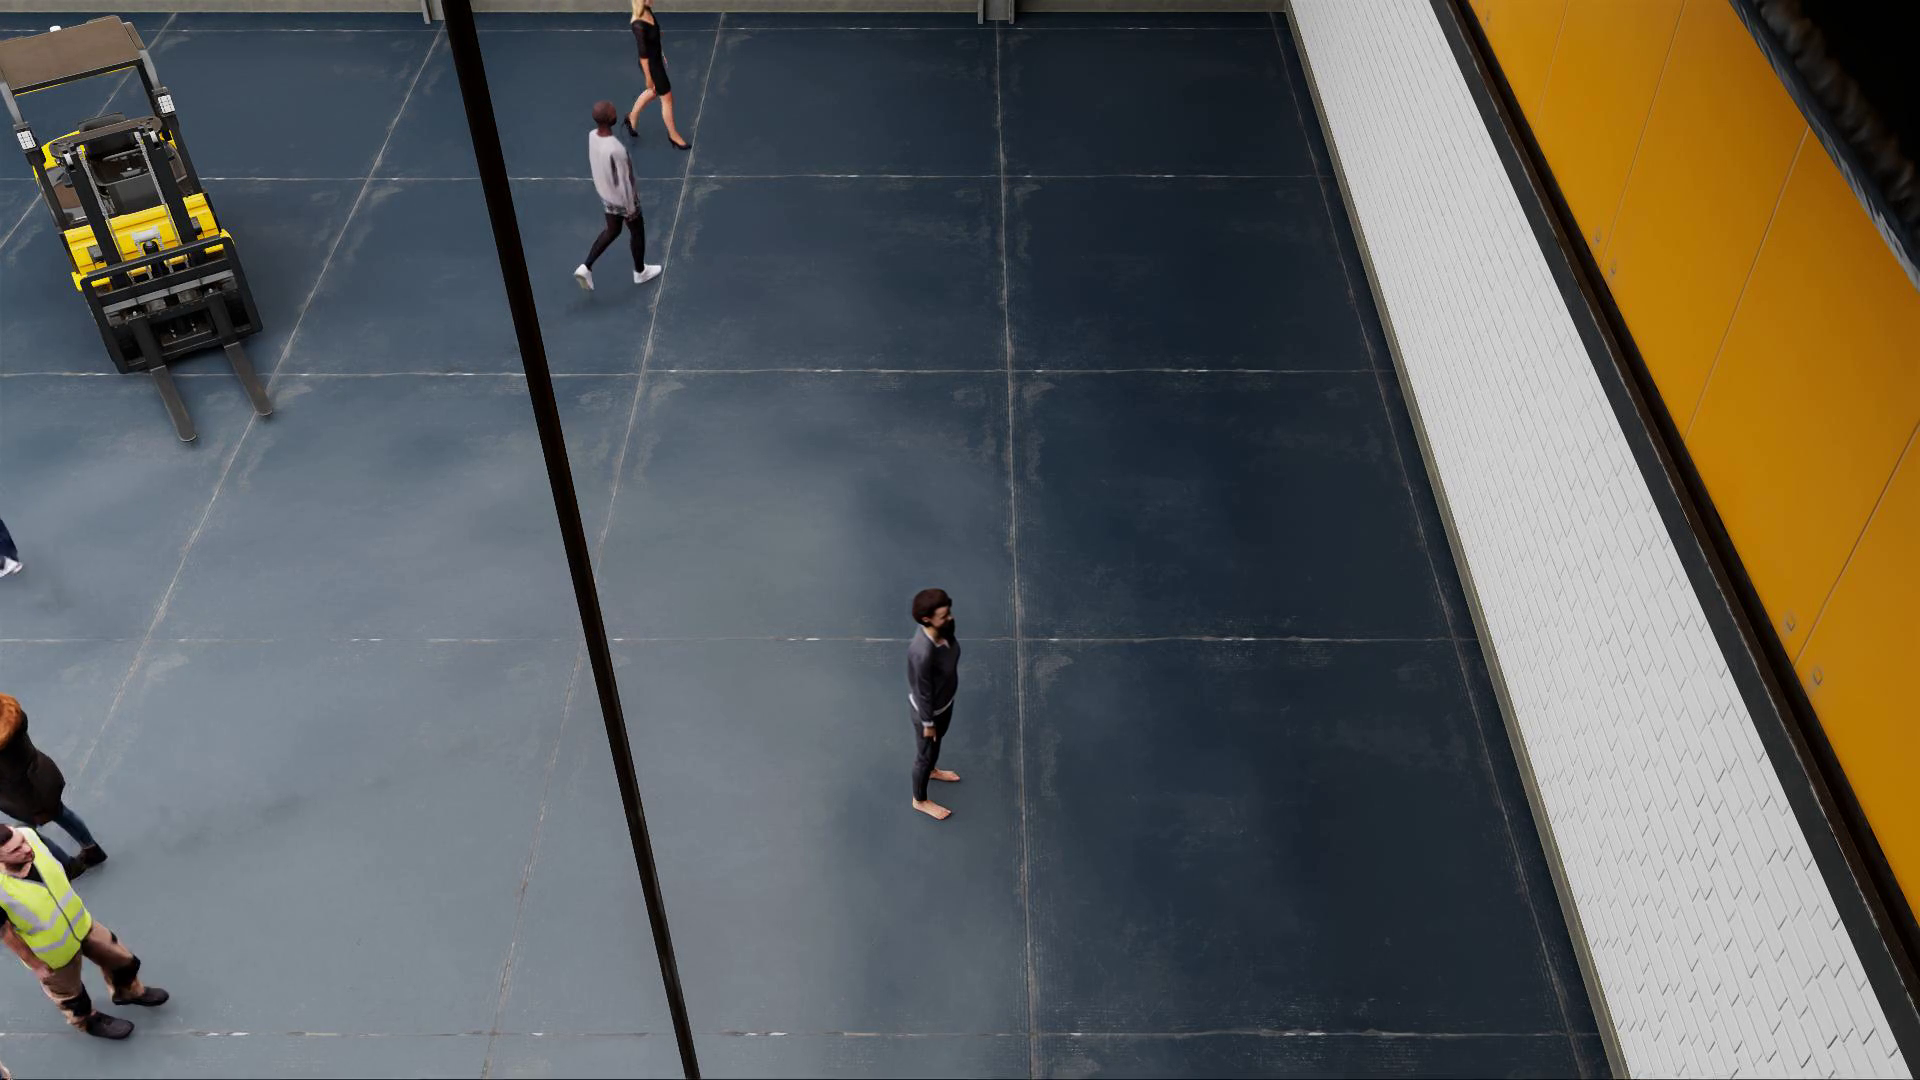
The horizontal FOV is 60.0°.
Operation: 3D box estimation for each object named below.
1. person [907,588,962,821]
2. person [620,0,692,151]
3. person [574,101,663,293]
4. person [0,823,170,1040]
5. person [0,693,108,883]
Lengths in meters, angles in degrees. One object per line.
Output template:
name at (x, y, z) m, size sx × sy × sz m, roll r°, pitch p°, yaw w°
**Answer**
person at (-0.165, 0.940, 9.884) m, size 0.581 × 1.768 × 0.656 m, roll 8°, pitch 44°, yaw 8°
person at (-2.946, -4.444, 15.616) m, size 0.895 × 1.657 × 0.575 m, roll 0°, pitch 44°, yaw 0°
person at (-2.925, -2.812, 13.835) m, size 1.100 × 1.751 × 1.039 m, roll -34°, pitch 53°, yaw -30°
person at (-4.798, 2.038, 8.685) m, size 0.789 × 1.831 × 0.757 m, roll 8°, pitch 44°, yaw 9°
person at (-5.253, 1.380, 9.526) m, size 0.757 × 1.624 × 0.747 m, roll -20°, pitch 47°, yaw -19°
